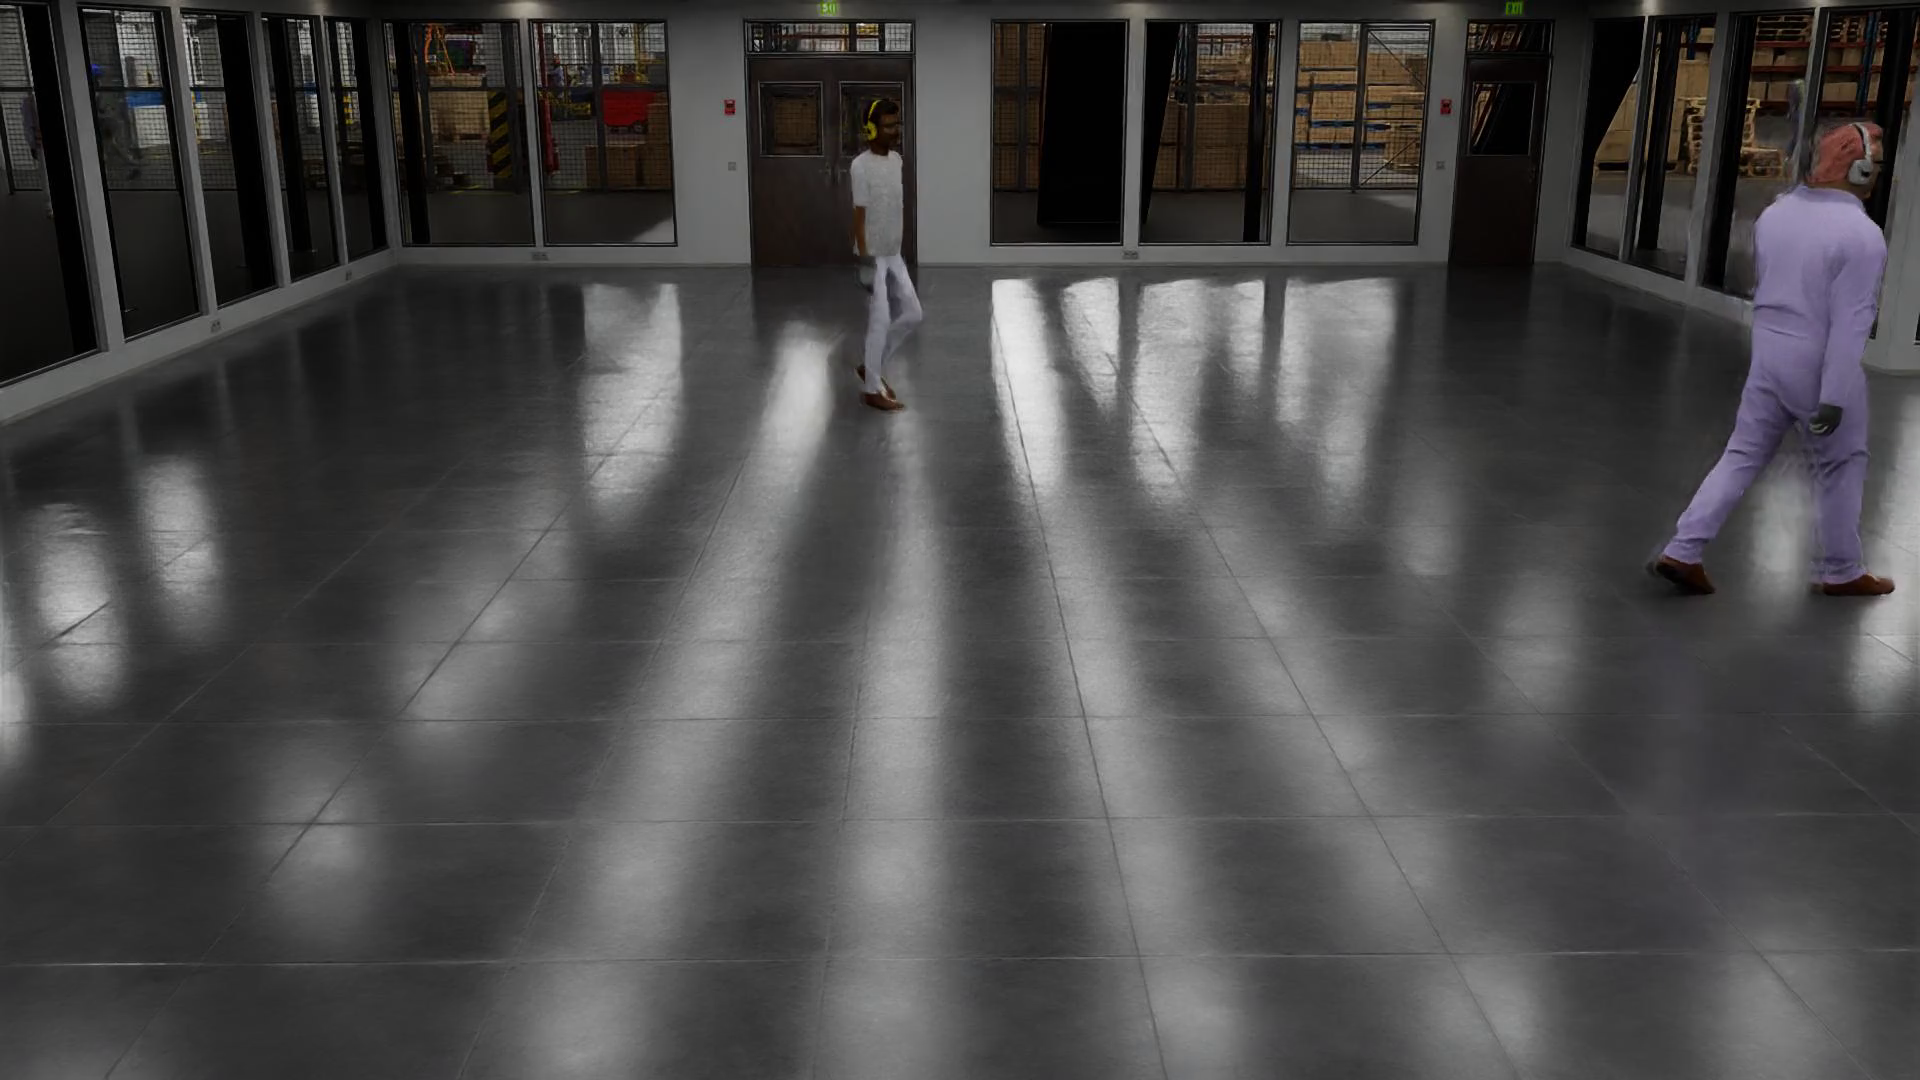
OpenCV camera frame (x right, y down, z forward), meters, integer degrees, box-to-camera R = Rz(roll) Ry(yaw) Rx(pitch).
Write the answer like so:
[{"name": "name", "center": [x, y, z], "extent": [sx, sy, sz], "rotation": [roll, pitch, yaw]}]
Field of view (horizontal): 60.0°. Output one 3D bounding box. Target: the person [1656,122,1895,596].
[{"name": "person", "center": [3.244, -0.665, 6.446], "extent": [0.956, 1.870, 0.647], "rotation": [-4, 17, -15]}]

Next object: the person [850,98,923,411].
[{"name": "person", "center": [-0.437, -1.691, 9.959], "extent": [0.389, 1.852, 0.548], "rotation": [9, 19, 29]}]
